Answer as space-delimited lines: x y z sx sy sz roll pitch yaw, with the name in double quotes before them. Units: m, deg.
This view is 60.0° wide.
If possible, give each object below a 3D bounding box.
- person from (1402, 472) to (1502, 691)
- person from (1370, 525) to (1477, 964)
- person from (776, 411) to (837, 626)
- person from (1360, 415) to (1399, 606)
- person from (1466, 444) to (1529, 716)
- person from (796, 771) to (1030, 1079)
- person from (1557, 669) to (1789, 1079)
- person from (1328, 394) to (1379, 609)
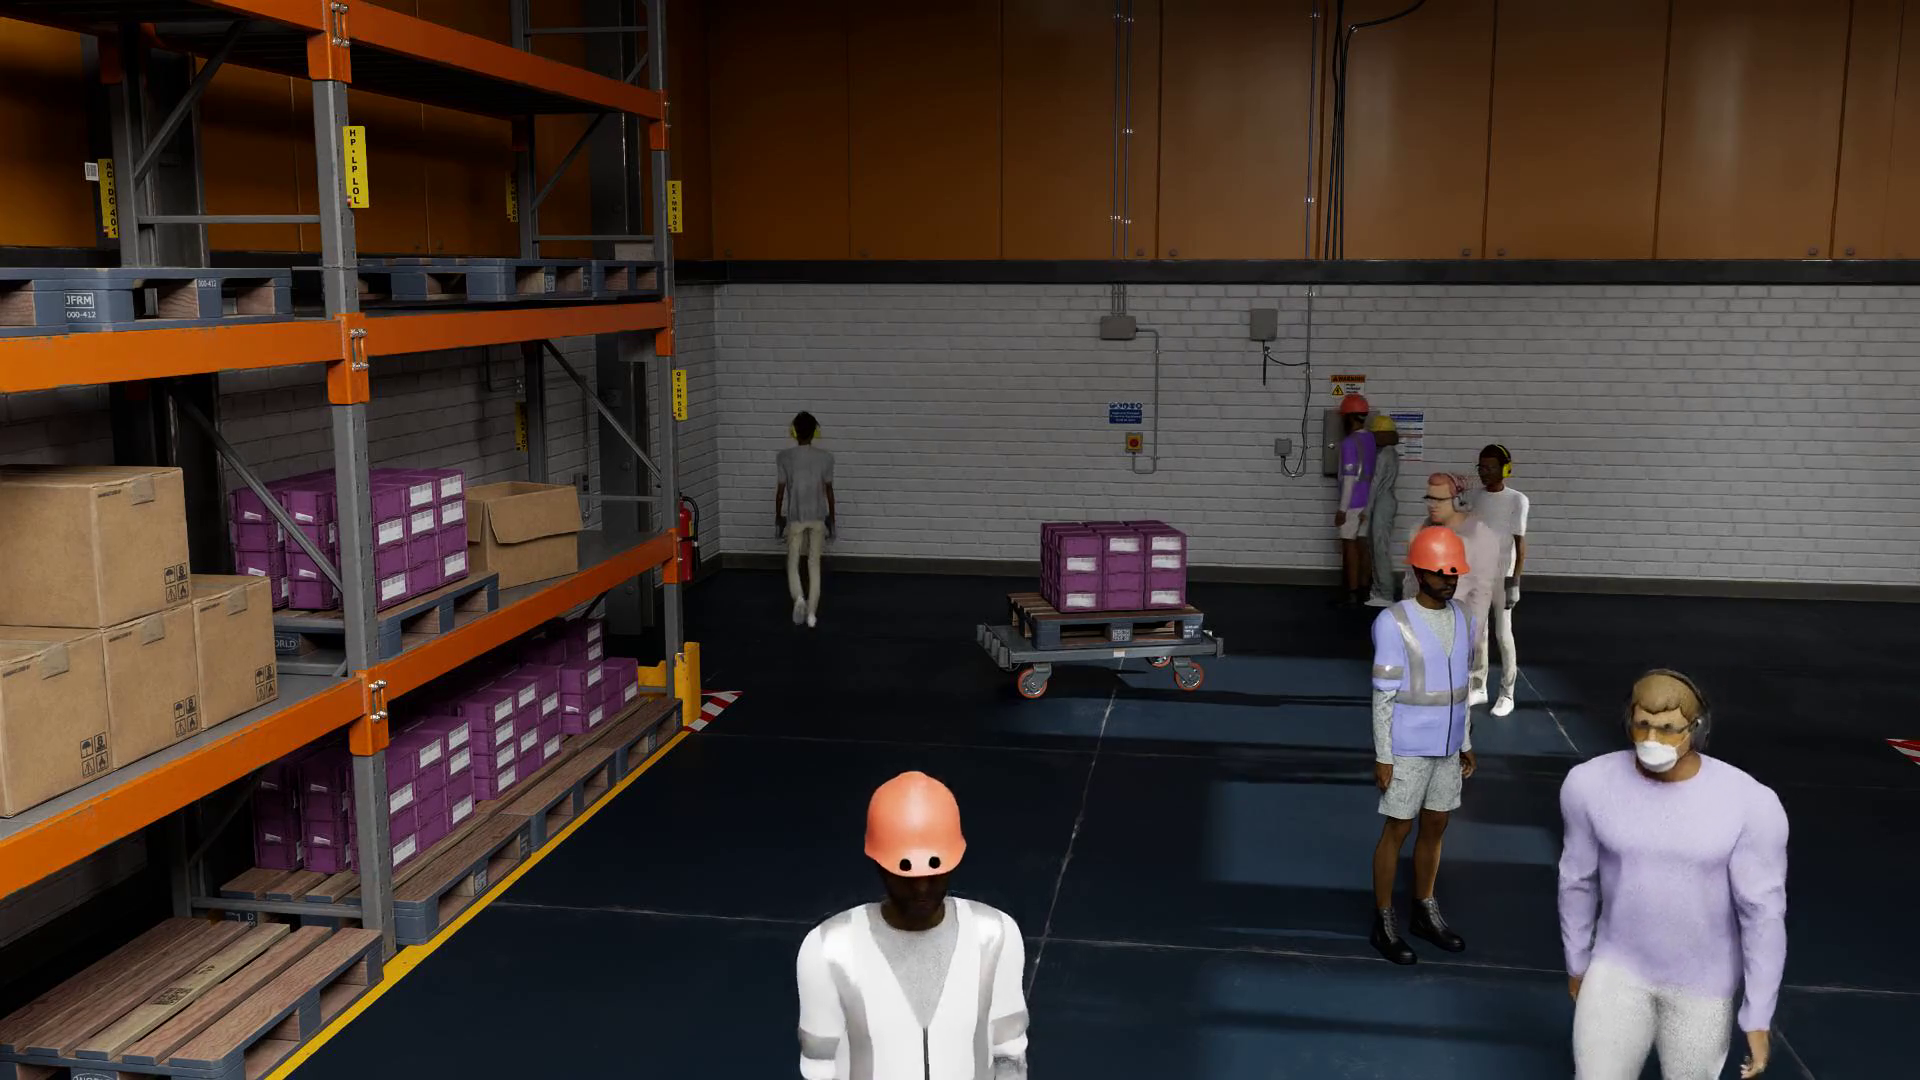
"person" 2.821 0.538 9.668 0.484 1.888 0.642 -8 12 -39
"person" 2.062 0.891 7.320 0.553 1.935 0.364 -5 10 -27
"person" -1.290 -0.158 14.061 0.527 1.857 0.527 -1 9 -9
"person" 3.796 -0.266 15.057 0.365 1.738 0.501 4 10 22
"person" 3.639 0.267 11.418 0.331 1.860 0.509 -7 11 -35
"person" -0.118 1.446 3.989 0.548 1.915 0.831 -2 9 -14
"person" 2.016 1.319 4.821 0.656 1.893 0.985 6 11 32
"person" 3.532 -0.350 14.982 0.378 1.933 0.551 7 12 37
